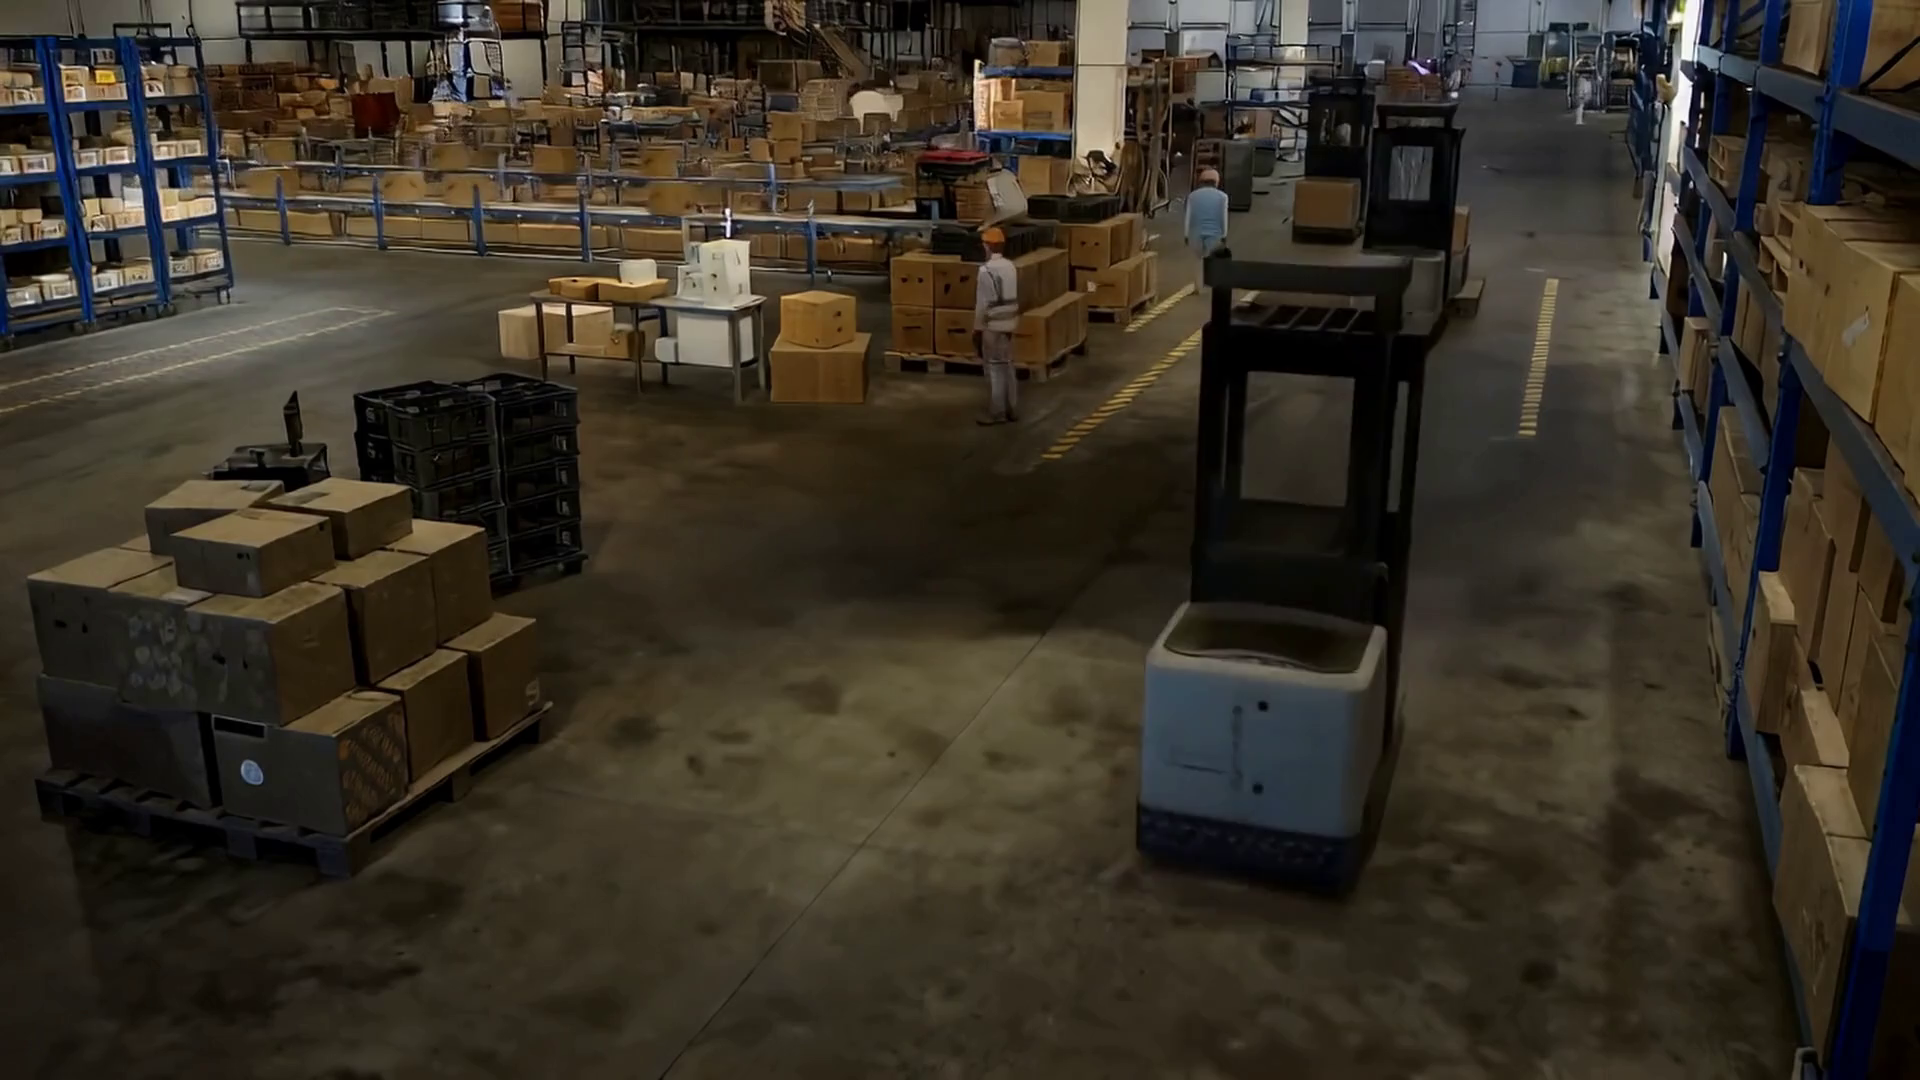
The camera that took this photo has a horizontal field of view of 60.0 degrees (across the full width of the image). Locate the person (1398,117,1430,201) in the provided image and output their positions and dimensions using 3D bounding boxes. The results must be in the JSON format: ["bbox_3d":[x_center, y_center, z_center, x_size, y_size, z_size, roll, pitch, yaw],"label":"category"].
[{"bbox_3d":[9.552,-8.045,35.039,0.636,1.900,0.399,4,18,13],"label":"person"}]

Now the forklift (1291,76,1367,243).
[{"bbox_3d":[6.598,-6.755,29.381,1.129,2.768,1.873,6,19,19],"label":"forklift"}]

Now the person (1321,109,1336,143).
[{"bbox_3d":[10.435,-11.774,47.074,0.319,1.692,0.538,-13,22,-35],"label":"person"}]

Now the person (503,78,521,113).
[{"bbox_3d":[-14.505,-14.067,54.057,0.552,1.830,0.535,1,18,3],"label":"person"}]

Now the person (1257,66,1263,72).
[{"bbox_3d":[16.461,-26.056,91.623,0.427,1.901,0.681,-2,18,-6],"label":"person"}]

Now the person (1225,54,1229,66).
[{"bbox_3d":[14.129,-24.989,88.520,0.676,1.738,0.522,5,18,14],"label":"person"}]

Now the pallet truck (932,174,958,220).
[{"bbox_3d":[-0.507,-5.292,27.348,0.653,1.274,1.630,6,19,19],"label":"pallet truck"}]

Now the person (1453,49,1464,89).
[{"bbox_3d":[26.103,-24.652,87.050,0.619,1.992,0.396,15,23,40],"label":"person"}]

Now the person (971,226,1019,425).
[{"bbox_3d":[0.334,-2.086,16.280,0.428,1.924,0.765,9,20,27],"label":"person"}]

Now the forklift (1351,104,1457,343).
[{"bbox_3d":[5.559,-3.981,20.665,1.129,2.768,1.873,6,19,19],"label":"forklift"}]

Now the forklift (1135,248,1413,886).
[{"bbox_3d":[1.625,-0.006,8.174,1.129,2.768,1.873,6,19,19],"label":"forklift"}]

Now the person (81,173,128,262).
[{"bbox_3d":[-13.079,-5.023,25.582,0.814,1.874,0.666,15,23,39],"label":"person"}]

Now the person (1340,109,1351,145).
[{"bbox_3d":[9.384,-9.525,40.031,0.542,1.685,0.389,8,19,23],"label":"person"}]

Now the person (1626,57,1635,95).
[{"bbox_3d":[32.208,-22.226,79.643,0.509,1.870,0.577,3,18,9],"label":"person"}]

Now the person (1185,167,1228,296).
[{"bbox_3d":[3.478,-4.353,23.564,0.607,1.819,0.457,3,18,10],"label":"person"}]

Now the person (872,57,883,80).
[{"bbox_3d":[-3.573,-20.202,73.076,0.626,1.989,1.045,-11,21,-32],"label":"person"}]

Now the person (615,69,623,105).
[{"bbox_3d":[-13.400,-17.623,65.422,0.922,1.719,0.544,0,18,1],"label":"person"}]

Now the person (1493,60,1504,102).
[{"bbox_3d":[23.955,-20.390,73.934,0.431,1.835,0.624,6,19,19],"label":"person"}]

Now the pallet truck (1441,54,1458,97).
[{"bbox_3d":[22.765,-21.886,78.355,0.823,1.965,1.885,-4,18,-14],"label":"pallet truck"}]

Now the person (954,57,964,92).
[{"bbox_3d":[0.052,-20.929,75.494,0.800,1.905,0.650,-5,18,-15],"label":"person"}]

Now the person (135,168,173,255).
[{"bbox_3d":[-12.597,-5.165,26.115,0.609,1.808,0.487,-9,20,-26],"label":"person"}]

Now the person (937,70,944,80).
[{"bbox_3d":[-0.685,-15.472,58.300,0.354,1.939,0.545,9,20,26],"label":"person"}]

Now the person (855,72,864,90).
[{"bbox_3d":[-3.628,-15.687,59.136,0.874,1.840,0.607,4,18,11],"label":"person"}]

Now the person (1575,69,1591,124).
[{"bbox_3d":[22.409,-15.918,59.725,0.394,1.929,0.541,1,18,2],"label":"person"}]

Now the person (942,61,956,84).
[{"bbox_3d":[-0.414,-18.066,66.282,0.537,2.000,0.688,11,21,31],"label":"person"}]

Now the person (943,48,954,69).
[{"bbox_3d":[-0.630,-26.161,91.866,0.605,1.951,0.380,2,18,6],"label":"person"}]

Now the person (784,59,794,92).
[{"bbox_3d":[-7.637,-20.312,73.590,0.921,1.901,0.593,-5,18,-16],"label":"person"}]
